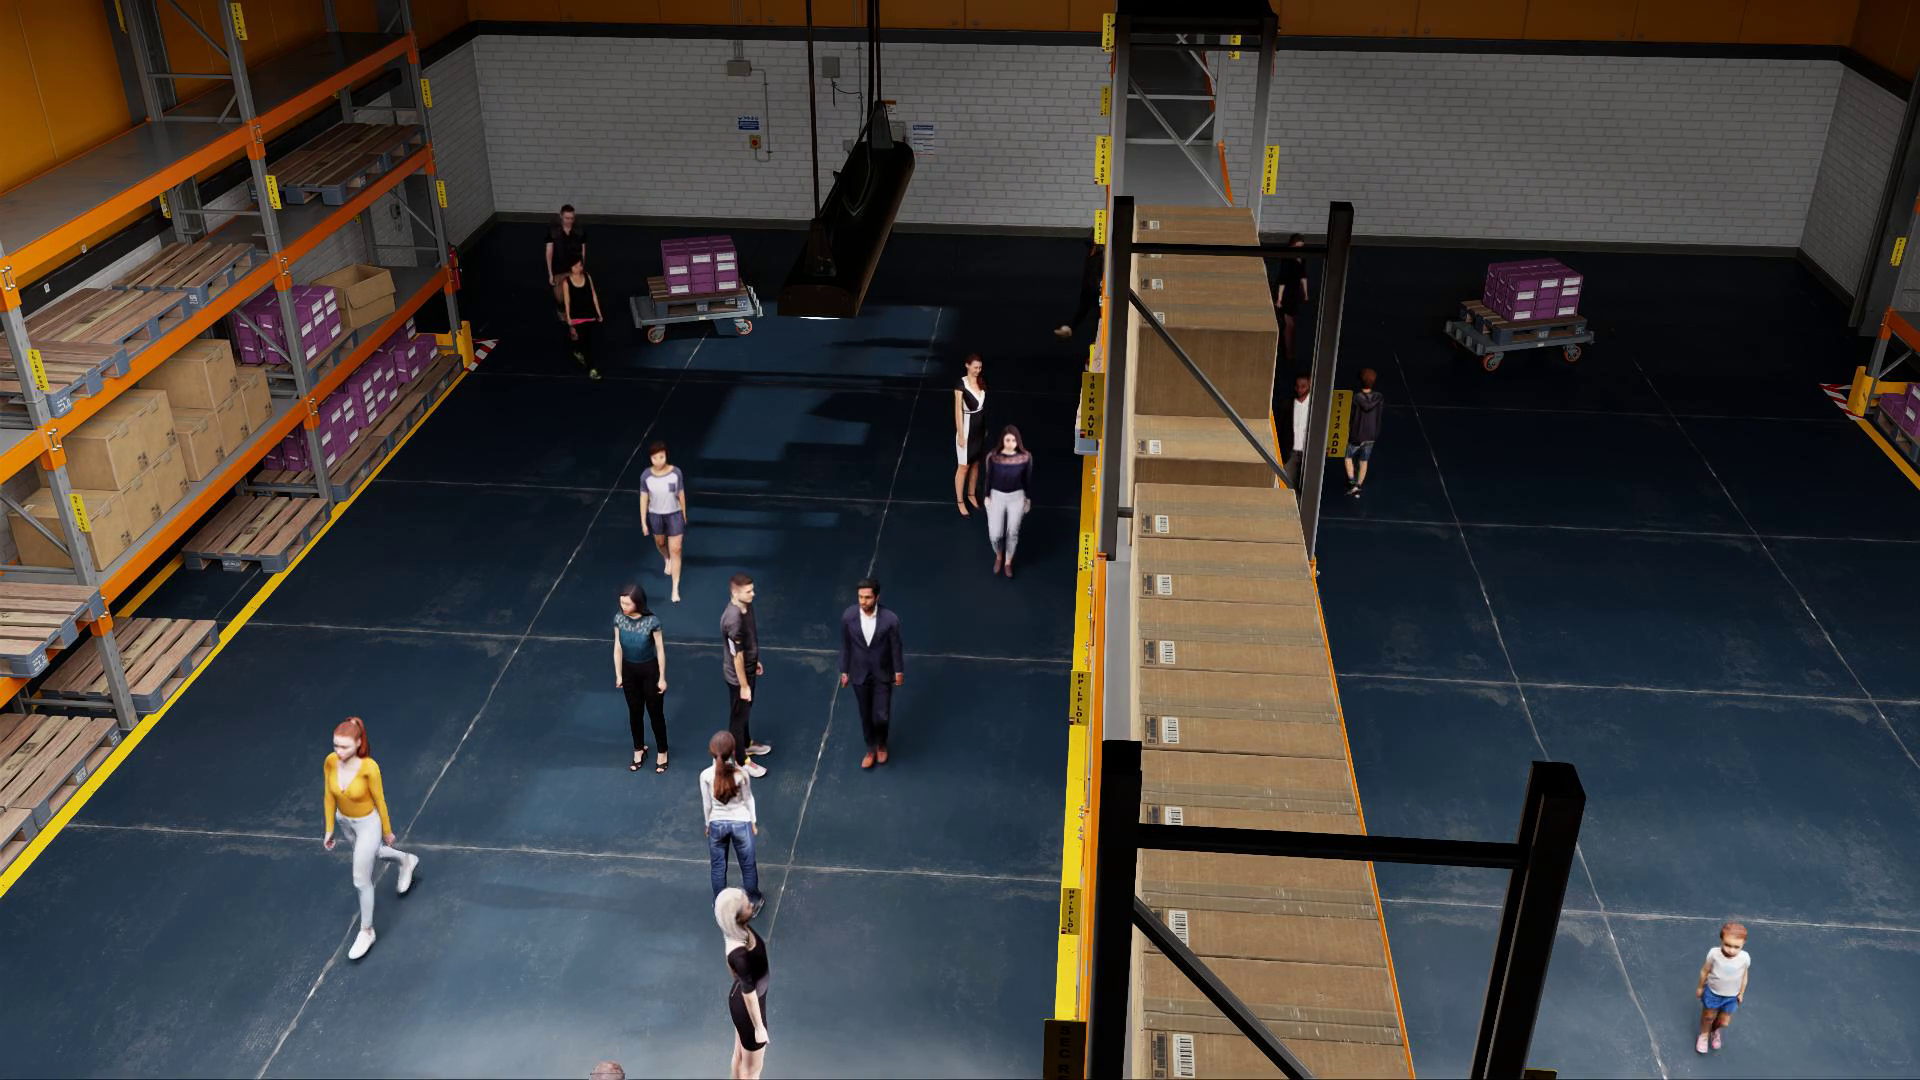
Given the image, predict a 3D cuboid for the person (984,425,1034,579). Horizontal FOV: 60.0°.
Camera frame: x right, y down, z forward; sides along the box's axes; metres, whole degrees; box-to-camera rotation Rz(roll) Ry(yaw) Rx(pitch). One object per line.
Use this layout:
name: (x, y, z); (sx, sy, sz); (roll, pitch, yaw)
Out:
person: (0.451, -0.388, 15.979); (0.620, 1.595, 0.572); (1, 29, 1)

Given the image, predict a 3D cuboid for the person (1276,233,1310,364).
person: (4.037, -3.028, 20.716); (0.813, 1.693, 0.713); (18, 33, 29)

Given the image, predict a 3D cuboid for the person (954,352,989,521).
person: (0.105, -1.089, 17.054); (0.713, 1.796, 0.611); (22, 35, 34)

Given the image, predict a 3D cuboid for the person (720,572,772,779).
person: (-1.729, 1.040, 13.187); (0.696, 1.760, 0.478); (2, 29, 3)

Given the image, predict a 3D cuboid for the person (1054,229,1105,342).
person: (1.599, -3.150, 20.995); (1.020, 1.640, 1.048); (8, 30, 15)

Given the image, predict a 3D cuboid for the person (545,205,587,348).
person: (-5.070, -3.440, 21.377); (0.951, 1.783, 1.317); (-6, 29, -10)

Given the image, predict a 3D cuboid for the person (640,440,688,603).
person: (-2.806, -0.253, 15.809); (0.727, 1.521, 1.090); (-4, 29, -7)

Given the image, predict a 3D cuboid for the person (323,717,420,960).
person: (-4.115, 1.955, 11.560); (0.785, 1.714, 1.229); (9, 30, 17)

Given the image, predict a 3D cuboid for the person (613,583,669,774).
person: (-2.506, 1.083, 13.136); (0.585, 1.734, 0.523); (6, 29, 10)

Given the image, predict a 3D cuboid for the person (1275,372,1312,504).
person: (3.398, -0.851, 16.641); (0.761, 1.773, 1.141); (7, 29, 12)

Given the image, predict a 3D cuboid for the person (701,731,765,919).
person: (-1.616, 1.999, 11.641); (0.556, 1.559, 0.560); (-2, 29, -3)

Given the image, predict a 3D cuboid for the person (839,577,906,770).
person: (-0.681, 1.017, 13.275); (0.694, 1.717, 0.625); (5, 29, 10)

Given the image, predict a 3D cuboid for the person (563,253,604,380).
person: (-4.676, -2.798, 20.477); (1.015, 1.518, 1.039); (-24, 37, -37)

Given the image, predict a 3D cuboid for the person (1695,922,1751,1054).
person: (4.887, 2.842, 10.664); (0.471, 1.013, 0.487); (10, 30, 18)

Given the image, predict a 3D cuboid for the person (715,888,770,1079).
person: (-1.268, 2.797, 9.898); (0.711, 1.827, 0.583); (-10, 30, -17)

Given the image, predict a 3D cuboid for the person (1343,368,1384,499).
person: (4.222, -1.083, 17.416); (0.567, 1.439, 0.632); (-1, 29, -2)
